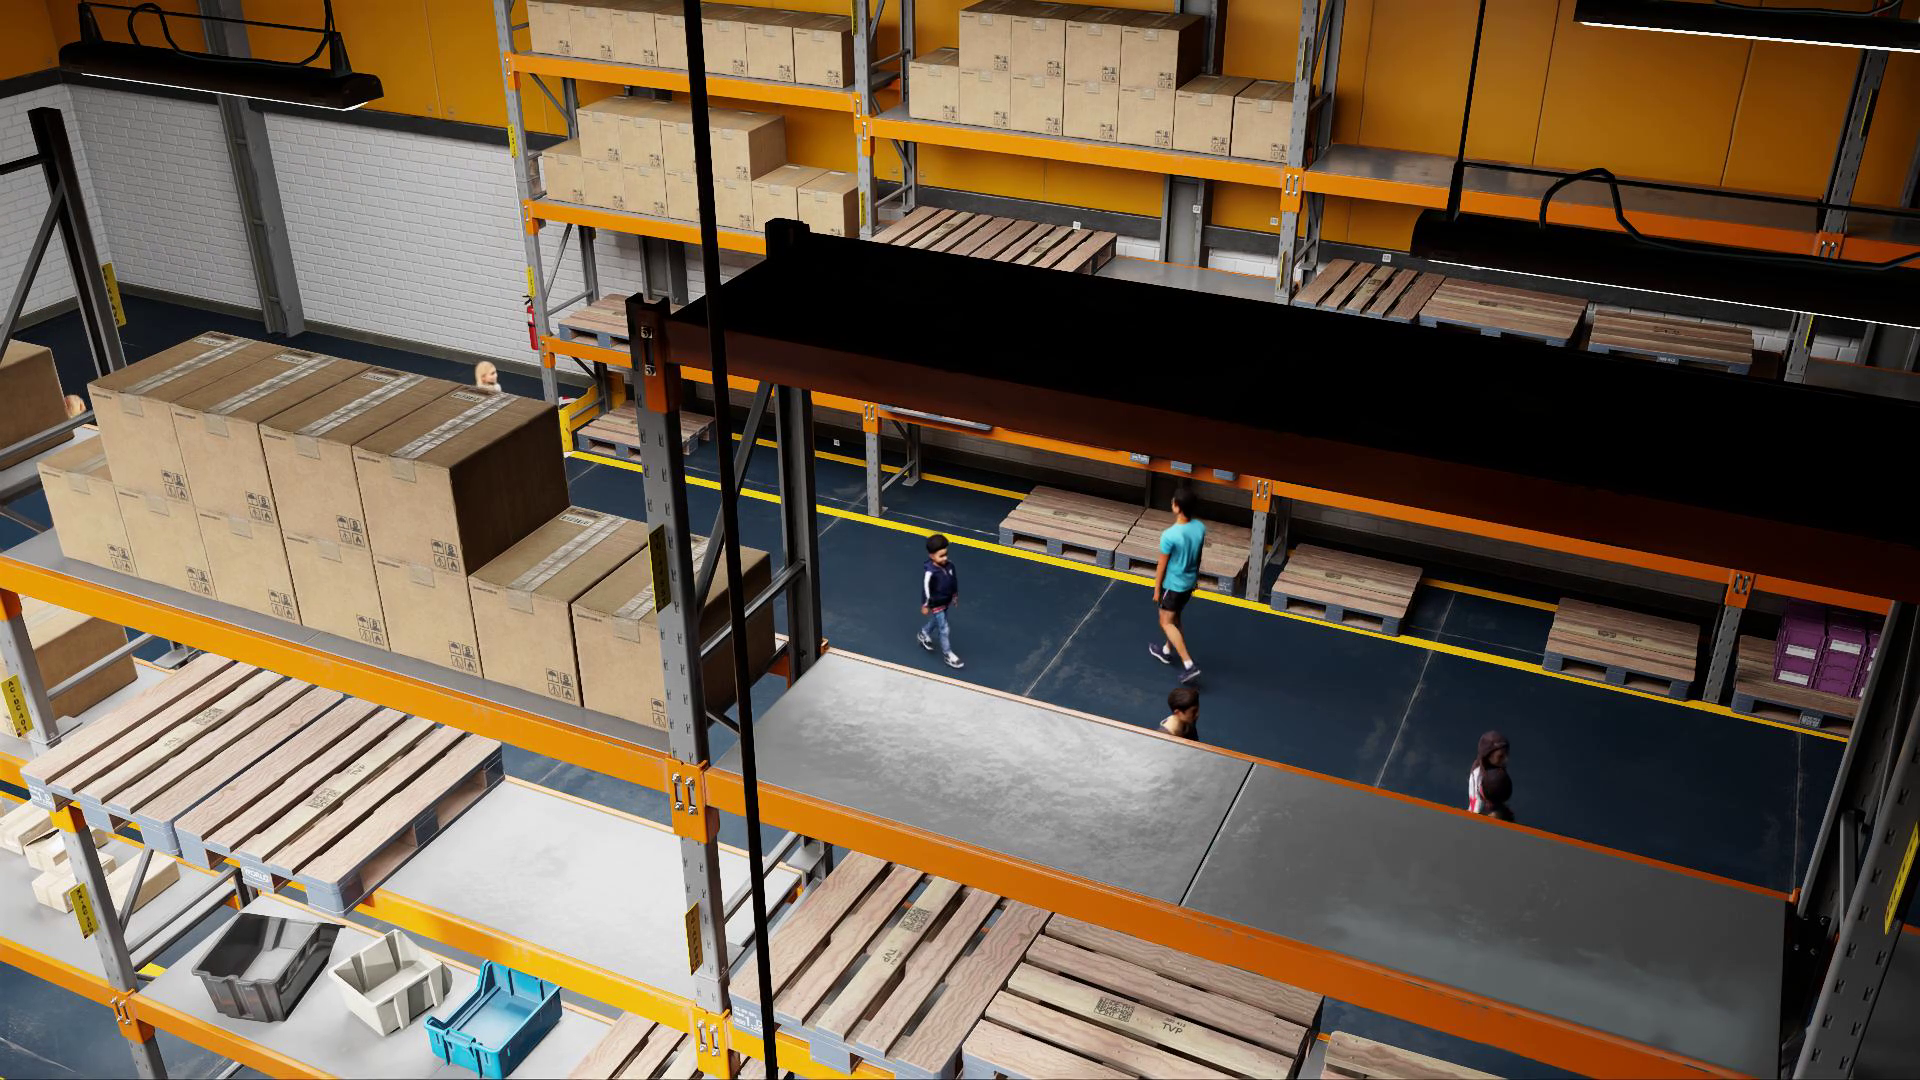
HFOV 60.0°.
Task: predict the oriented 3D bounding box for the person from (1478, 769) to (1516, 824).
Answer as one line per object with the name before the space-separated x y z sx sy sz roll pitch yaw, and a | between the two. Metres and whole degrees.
person | 3.393 2.288 10.612 1.159 1.731 0.849 23 36 36

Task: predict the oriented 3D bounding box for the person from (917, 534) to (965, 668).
person | -0.212 0.490 14.458 0.886 1.203 0.679 24 37 36

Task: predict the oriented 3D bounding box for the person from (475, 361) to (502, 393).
person | -4.612 -0.889 16.316 0.981 1.845 0.747 6 29 11

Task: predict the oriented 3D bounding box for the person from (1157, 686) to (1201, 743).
person | 1.475 1.739 11.638 0.610 1.711 0.650 20 34 32

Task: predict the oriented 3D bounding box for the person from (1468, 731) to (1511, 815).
person | 3.456 1.968 11.370 1.125 1.566 0.705 16 33 27

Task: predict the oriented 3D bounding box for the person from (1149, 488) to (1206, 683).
person | 1.885 0.400 14.039 0.922 1.762 1.077 -19 34 -30
